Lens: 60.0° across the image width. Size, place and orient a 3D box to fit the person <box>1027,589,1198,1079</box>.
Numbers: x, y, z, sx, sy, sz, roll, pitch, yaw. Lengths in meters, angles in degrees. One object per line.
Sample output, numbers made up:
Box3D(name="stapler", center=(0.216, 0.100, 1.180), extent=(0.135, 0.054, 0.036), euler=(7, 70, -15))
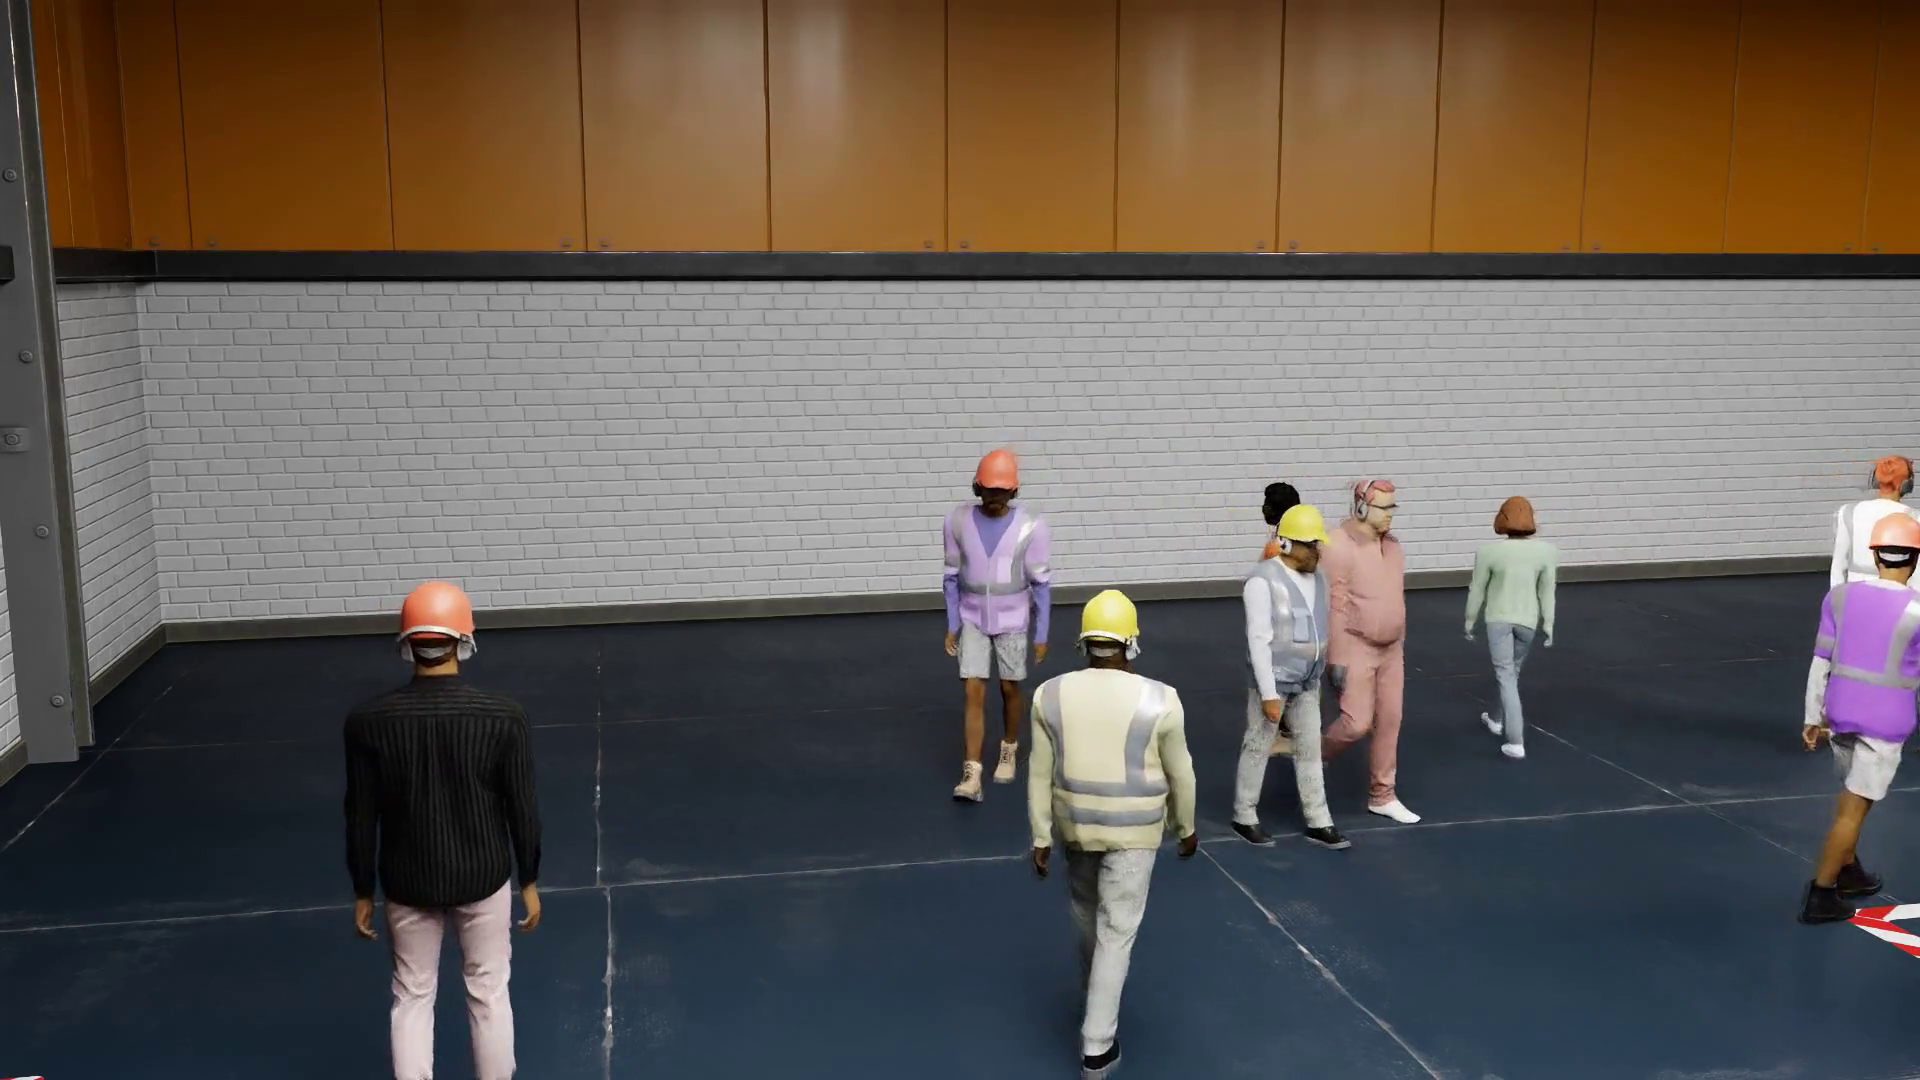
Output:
Box3D(name="person", center=(0.614, 1.072, 6.404), extent=(0.599, 1.788, 0.909), euler=(4, 10, 25))

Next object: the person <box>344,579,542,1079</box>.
Box3D(name="person", center=(-1.702, 1.114, 5.542), extent=(0.620, 1.997, 0.396), euler=(-1, 9, -8))

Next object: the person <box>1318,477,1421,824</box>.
Box3D(name="person", center=(2.195, 0.591, 9.024), extent=(0.664, 1.886, 0.583), euler=(-7, 12, -37))

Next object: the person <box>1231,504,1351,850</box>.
Box3D(name="person", center=(1.712, 0.709, 8.587), extent=(0.600, 1.827, 0.471), euler=(-7, 12, -37))

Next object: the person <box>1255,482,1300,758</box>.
Box3D(name="person", center=(1.970, 0.489, 10.243), extent=(0.317, 1.695, 0.540), euler=(4, 10, 23))

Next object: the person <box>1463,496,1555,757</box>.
Box3D(name="person", center=(3.428, 0.514, 10.412), extent=(0.515, 1.582, 0.847), euler=(-1, 9, -3))

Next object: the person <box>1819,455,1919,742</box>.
Box3D(name="person", center=(5.609, 0.409, 10.202), extent=(0.541, 1.870, 0.587), euler=(-6, 11, -30))

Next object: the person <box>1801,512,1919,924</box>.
Box3D(name="person", center=(4.242, 0.818, 7.628), extent=(0.814, 1.889, 0.541), euler=(-5, 10, -27))

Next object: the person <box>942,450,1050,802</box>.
Box3D(name="person", center=(0.191, 0.484, 9.388), extent=(0.624, 1.985, 0.993), euler=(2, 10, 11))
